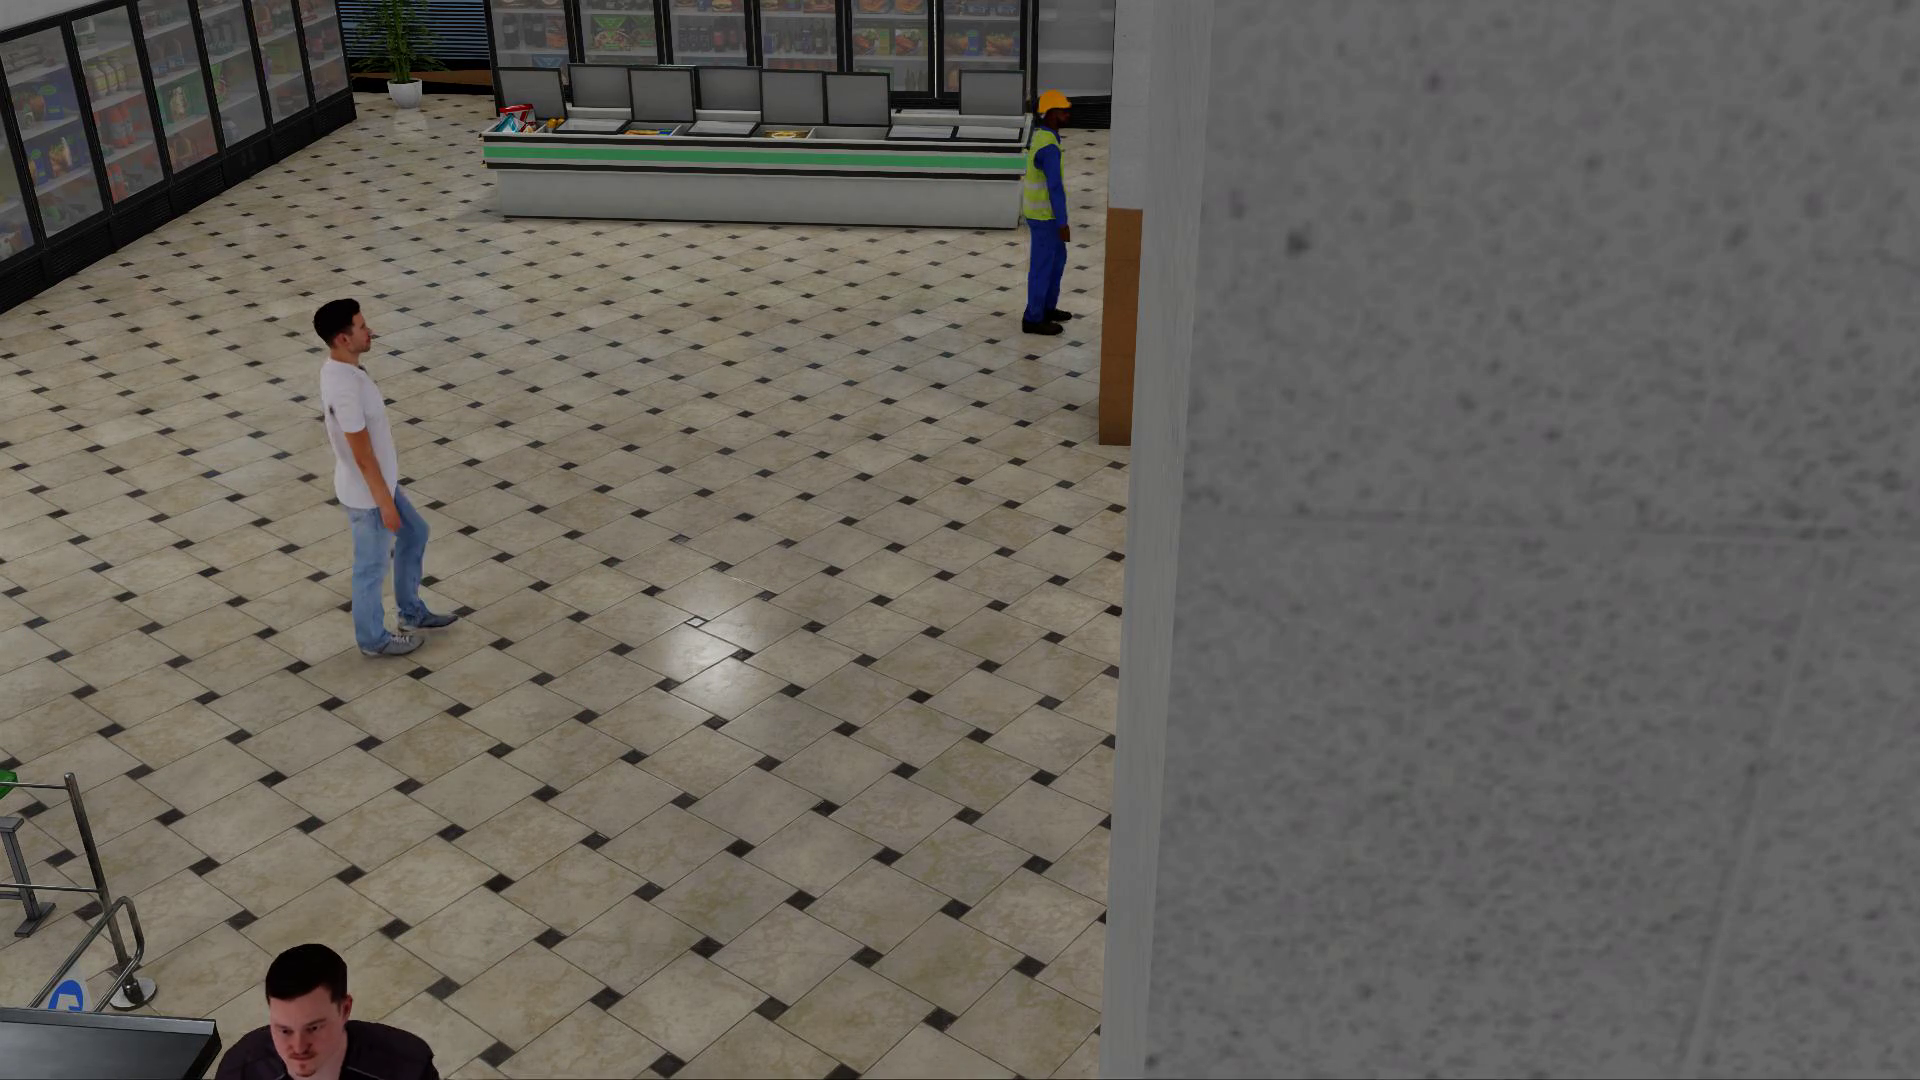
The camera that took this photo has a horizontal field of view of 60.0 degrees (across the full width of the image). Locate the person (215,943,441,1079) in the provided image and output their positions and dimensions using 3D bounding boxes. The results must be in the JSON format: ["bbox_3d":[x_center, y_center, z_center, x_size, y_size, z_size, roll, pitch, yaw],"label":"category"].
[{"bbox_3d":[-1.474,1.708,4.207,1.212,1.795,0.956,-3,27,-6],"label":"person"}]

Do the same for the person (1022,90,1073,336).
[{"bbox_3d":[0.592,-2.424,12.340,0.638,1.810,0.689,0,27,-1],"label":"person"}]

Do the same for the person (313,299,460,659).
[{"bbox_3d":[-2.937,-0.251,8.010,0.880,1.849,0.829,-9,28,-18],"label":"person"}]
